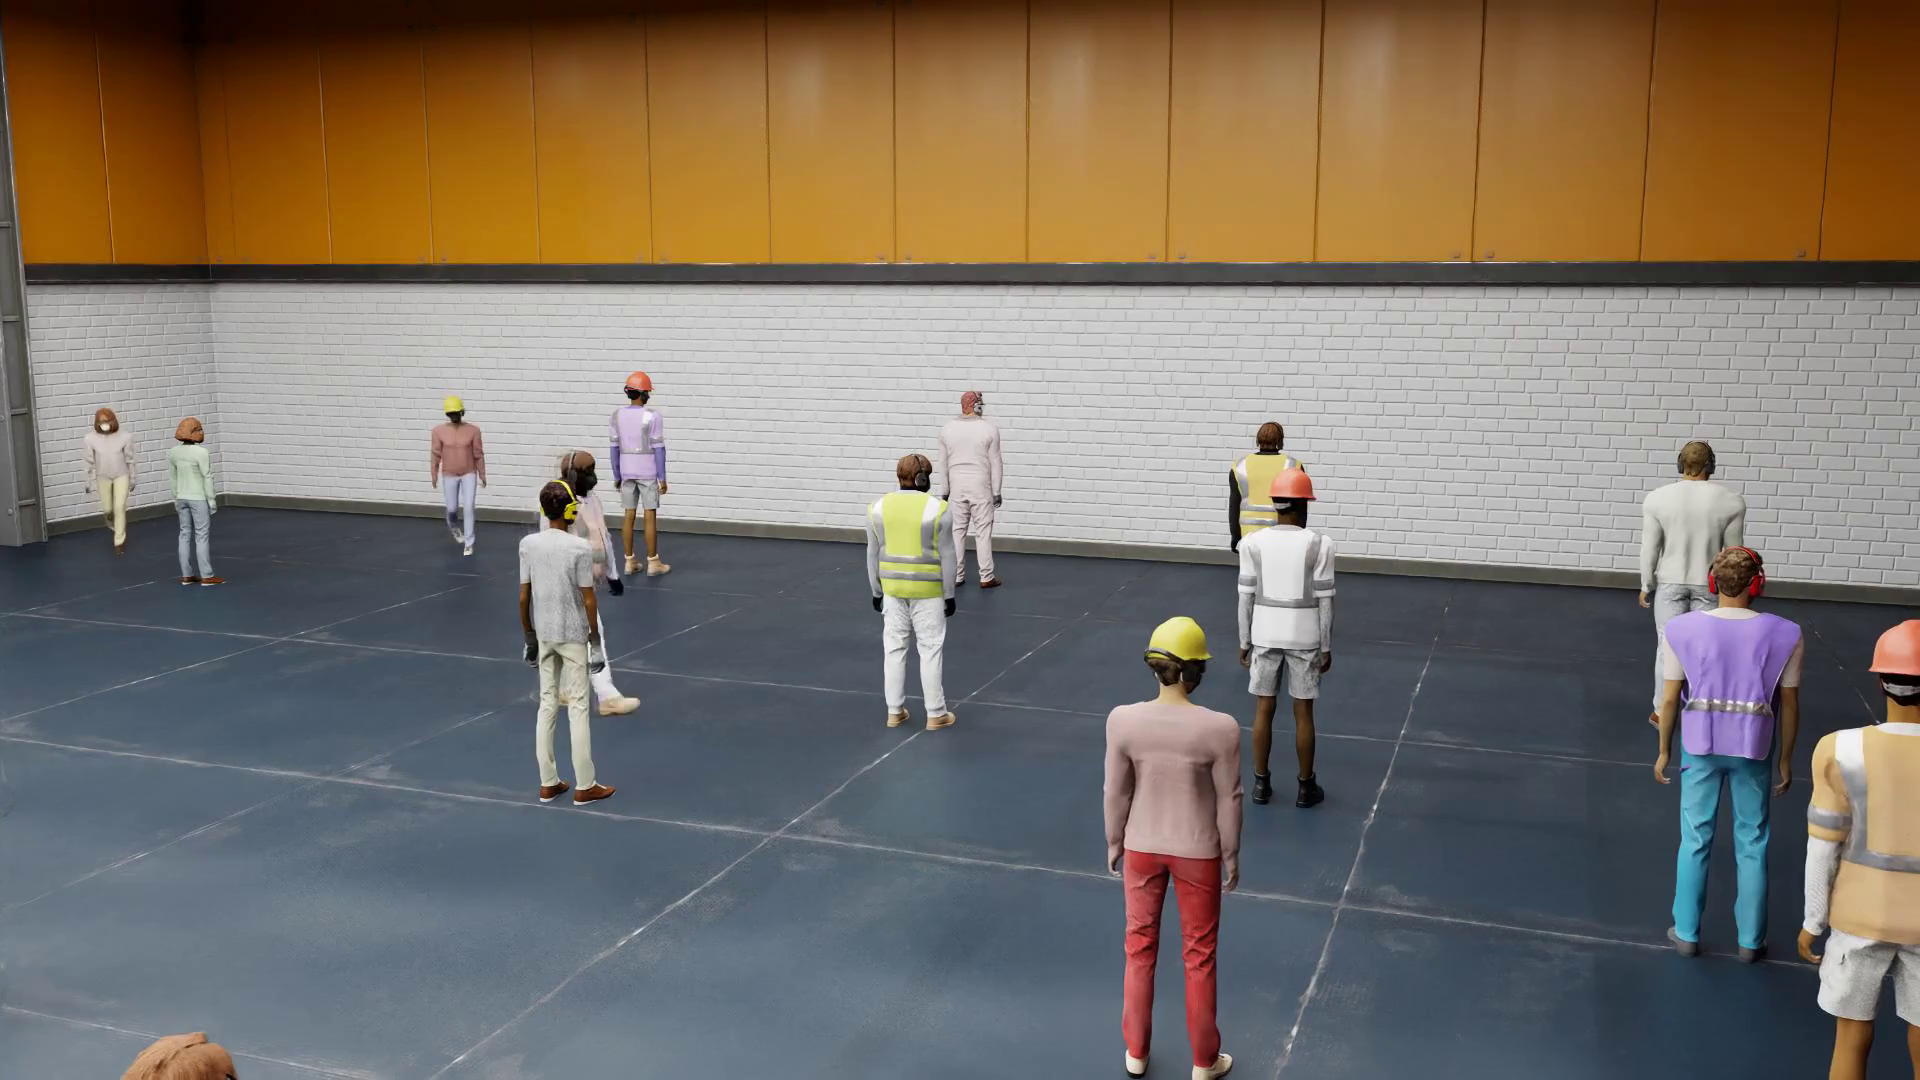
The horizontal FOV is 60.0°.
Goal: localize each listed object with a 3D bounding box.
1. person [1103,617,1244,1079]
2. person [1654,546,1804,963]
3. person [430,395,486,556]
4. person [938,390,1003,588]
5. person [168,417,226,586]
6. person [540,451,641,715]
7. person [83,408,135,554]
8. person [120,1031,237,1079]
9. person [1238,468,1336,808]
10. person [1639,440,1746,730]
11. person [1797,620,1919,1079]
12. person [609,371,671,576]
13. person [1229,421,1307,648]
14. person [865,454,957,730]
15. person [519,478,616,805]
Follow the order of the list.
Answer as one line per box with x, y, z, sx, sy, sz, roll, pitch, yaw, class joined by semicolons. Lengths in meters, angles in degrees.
0.798;1.162;6.226;0.524;1.764;0.329;4;10;22;person
3.361;0.948;7.309;0.564;1.839;0.395;4;10;22;person
-5.419;-0.720;17.969;0.569;1.735;0.641;-3;9;-15;person
0.119;-0.485;16.007;0.640;1.904;0.401;4;10;22;person
-7.425;-0.371;16.130;0.499;1.634;0.285;4;10;22;person
-2.528;0.295;11.449;0.873;1.811;0.631;1;9;9;person
-9.252;-0.670;18.131;0.507;1.595;0.696;-3;10;-21;person
-1.438;1.721;3.149;0.499;1.634;0.285;4;10;22;person
1.853;0.557;9.452;0.544;1.933;0.376;4;10;22;person
4.808;0.310;10.973;0.628;1.936;0.377;4;10;22;person
3.007;1.215;5.366;0.544;1.933;0.376;4;10;22;person
-3.200;-0.661;16.658;0.606;2.045;0.389;4;10;22;person
2.477;-0.032;13.384;0.622;1.845;0.430;4;10;22;person
-0.304;0.346;11.056;0.622;1.840;0.430;4;10;22;person
-2.268;0.584;9.507;0.521;1.862;0.334;4;10;22;person
